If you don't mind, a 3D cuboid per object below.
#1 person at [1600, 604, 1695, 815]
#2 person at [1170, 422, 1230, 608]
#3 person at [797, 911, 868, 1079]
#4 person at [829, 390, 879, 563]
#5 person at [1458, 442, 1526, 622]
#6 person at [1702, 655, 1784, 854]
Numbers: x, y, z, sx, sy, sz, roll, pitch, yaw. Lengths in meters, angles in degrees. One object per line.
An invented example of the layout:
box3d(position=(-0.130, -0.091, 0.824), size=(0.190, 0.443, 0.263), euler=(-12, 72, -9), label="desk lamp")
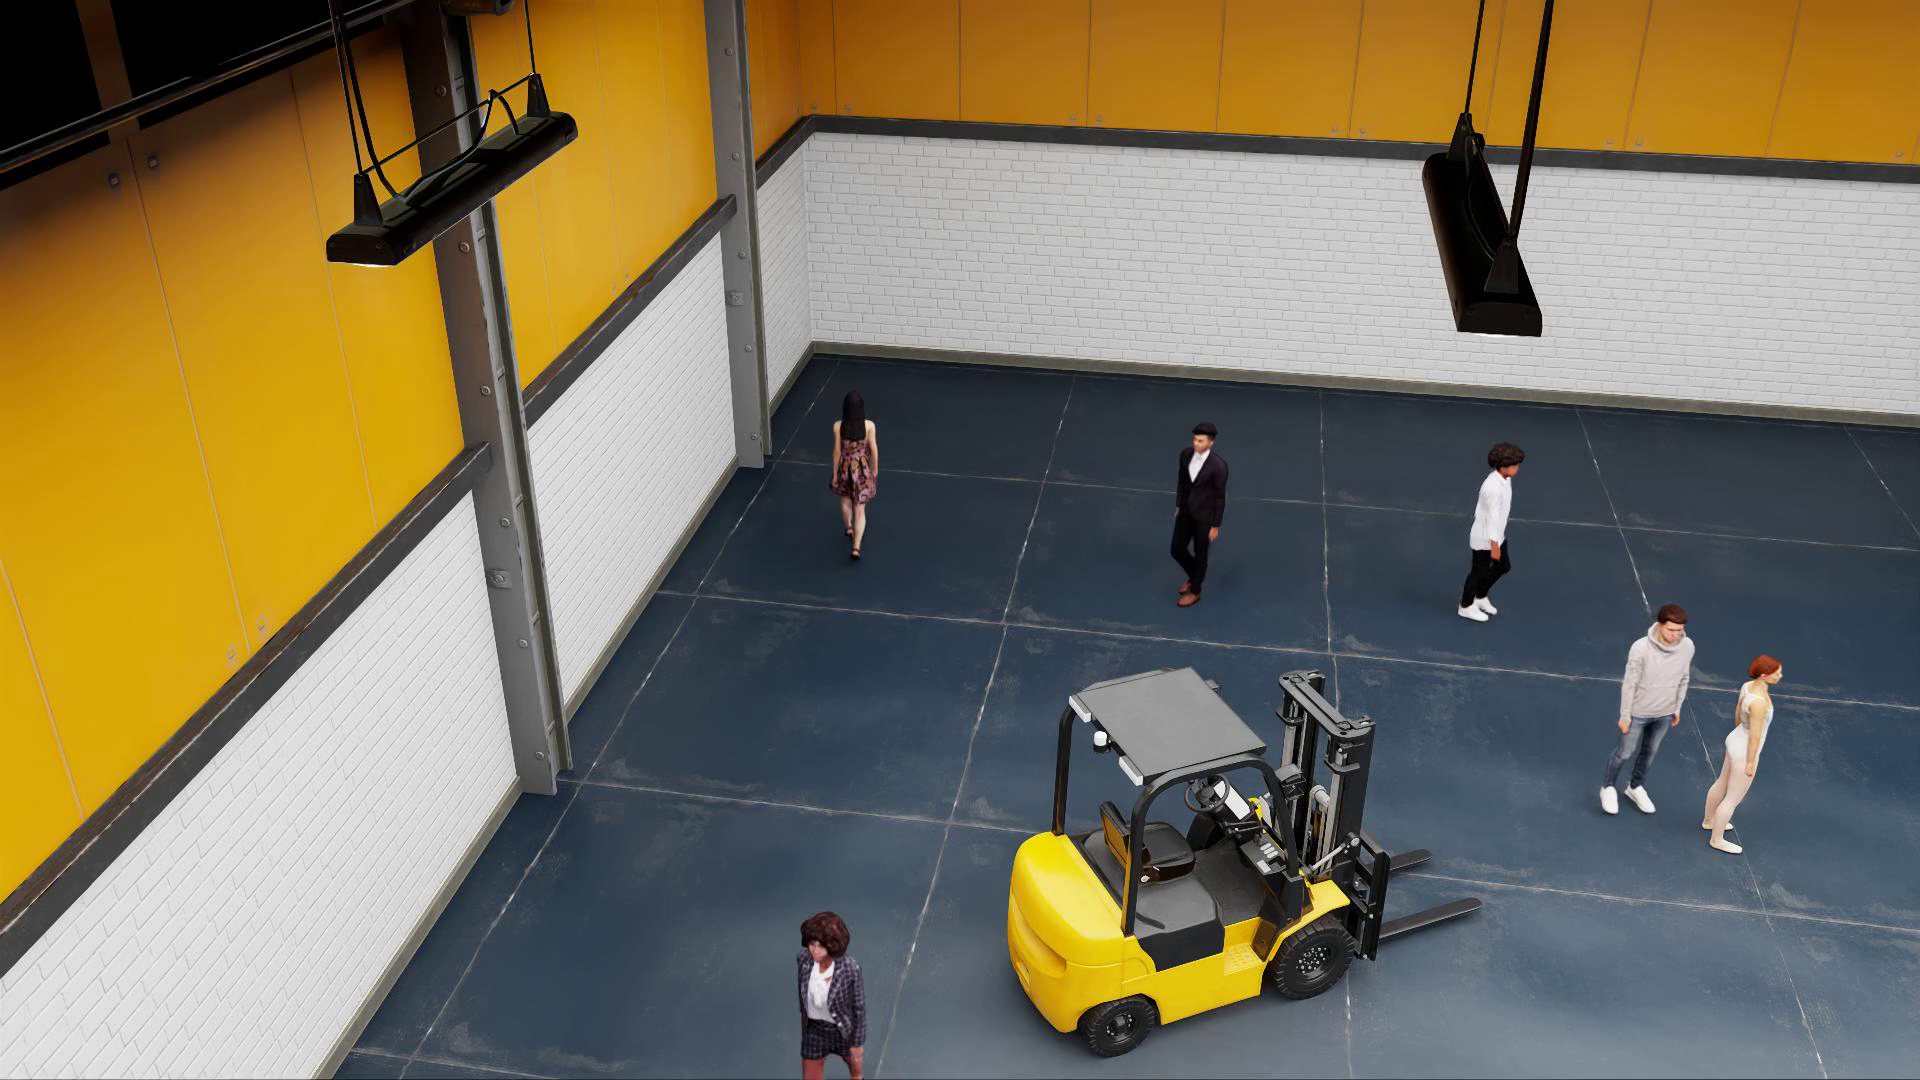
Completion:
box3d(position=(5.252, 1.264, 12.709), size=(0.734, 1.847, 0.698), euler=(-5, 29, -8), label="person")
box3d(position=(2.280, -0.274, 15.499), size=(0.873, 1.876, 0.843), euler=(-24, 37, -37), label="person")
box3d(position=(-0.726, 2.883, 9.950), size=(0.767, 1.648, 1.080), euler=(10, 30, 18), label="person")
box3d(position=(-1.022, -0.575, 16.184), size=(0.779, 1.749, 0.964), euler=(-2, 29, -4), label="person")
box3d(position=(4.763, -0.079, 15.226), size=(0.788, 1.795, 0.678), euler=(17, 33, 28), label="person")
box3d(position=(5.824, 1.559, 12.381), size=(0.612, 1.644, 0.397), euler=(5, 29, 10), label="person")
